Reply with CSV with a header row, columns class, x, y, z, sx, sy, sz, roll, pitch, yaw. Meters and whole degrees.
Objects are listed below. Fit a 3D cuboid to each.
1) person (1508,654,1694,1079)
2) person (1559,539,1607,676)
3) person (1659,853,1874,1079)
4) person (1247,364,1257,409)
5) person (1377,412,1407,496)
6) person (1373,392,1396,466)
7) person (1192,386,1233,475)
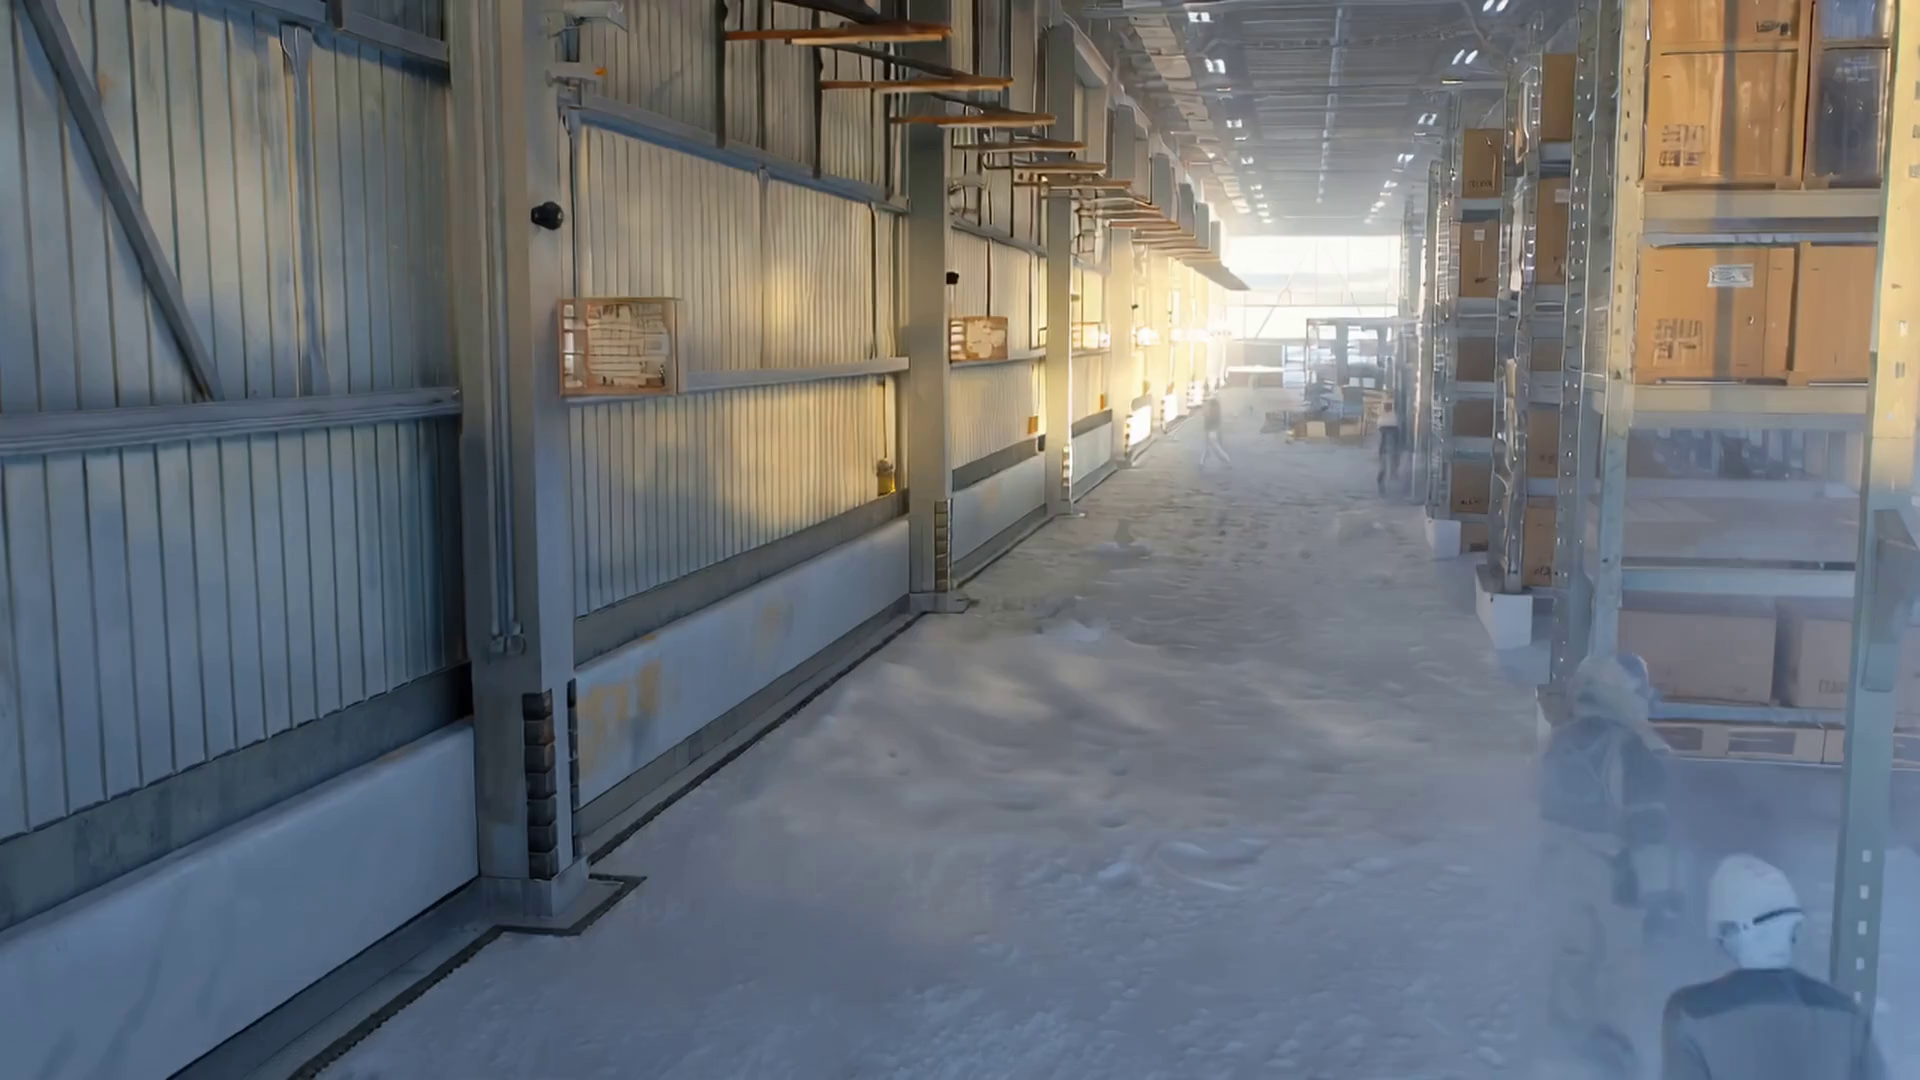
class,x,y,z,sx,sy,sz,roll,pitch,yaw
person,2.462,1.364,6.399,0.429,1.884,0.751,-7,10,-43
person,5.090,0.622,13.145,0.835,1.713,0.484,0,7,1
person,2.096,1.690,4.407,0.600,1.726,0.450,0,7,-2
person,11.843,-6.228,67.440,0.425,1.823,0.603,6,9,39
person,8.147,-1.620,31.370,0.436,1.618,0.542,-6,10,-42
person,9.977,-2.545,38.346,0.786,1.723,0.554,1,7,5
person,5.544,-2.398,36.309,0.972,1.957,0.603,-5,9,-33
